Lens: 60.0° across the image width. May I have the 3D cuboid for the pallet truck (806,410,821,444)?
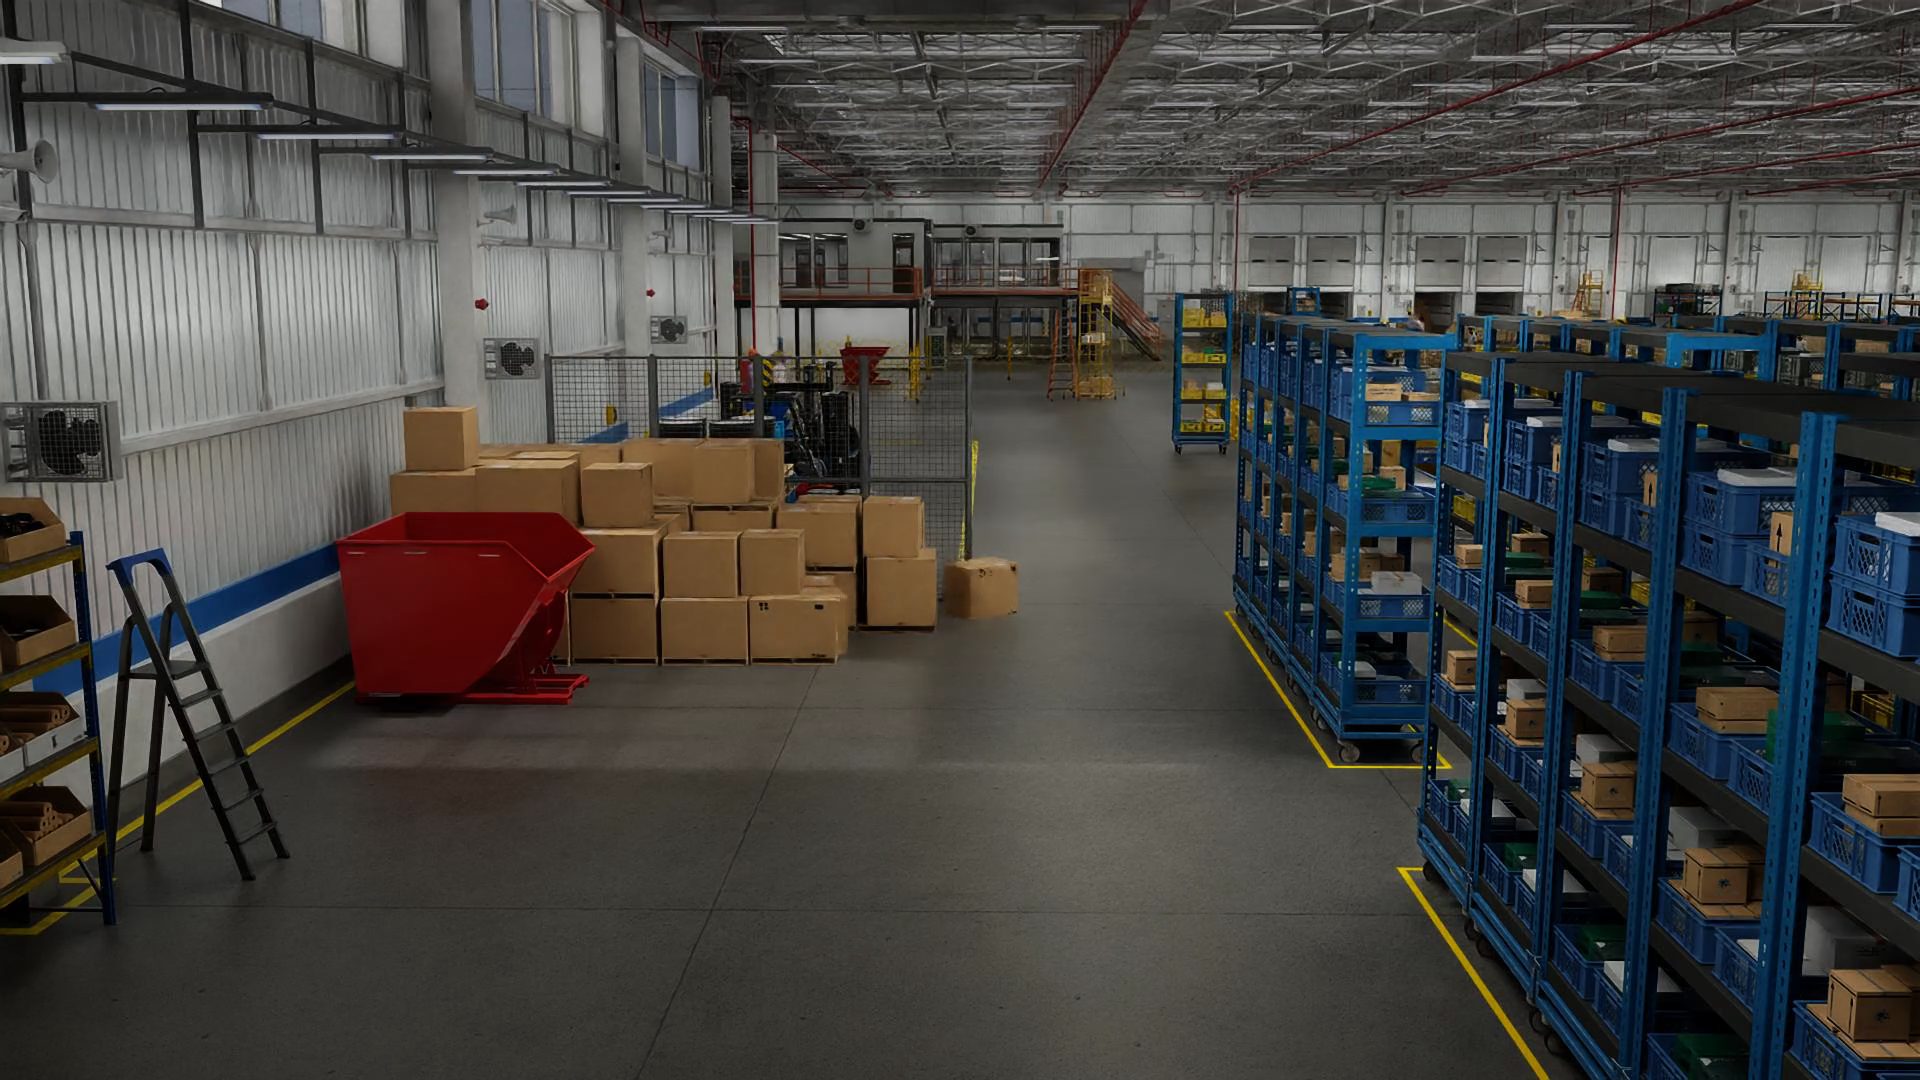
[{"bbox_3d":[-3.559,-2.018,33.905,1.522,1.261,0.704,0,9,-1],"label":"pallet truck"}]

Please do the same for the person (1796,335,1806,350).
[{"bbox_3d":[30.741,-6.684,60.901,0.335,1.873,0.521,-1,9,-9],"label":"person"}]

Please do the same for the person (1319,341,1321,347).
[{"bbox_3d":[14.329,-7.393,65.117,0.541,1.930,0.386,0,9,0],"label":"person"}]

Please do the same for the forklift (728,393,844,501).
[{"bbox_3d":[-2.979,-1.316,26.476,2.680,1.987,1.157,0,9,1],"label":"forklift"}]

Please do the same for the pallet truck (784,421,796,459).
[{"bbox_3d":[-4.013,-1.793,32.705,1.601,1.201,0.680,0,9,1],"label":"pallet truck"}]

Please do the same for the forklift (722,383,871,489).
[{"bbox_3d":[-2.893,-1.687,28.729,2.680,1.987,1.157,0,9,-1],"label":"forklift"}]

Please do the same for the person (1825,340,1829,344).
[{"bbox_3d":[30.899,-6.338,59.142,0.369,1.756,0.537,6,11,31],"label":"person"}]

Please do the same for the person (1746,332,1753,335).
[{"bbox_3d":[28.282,-6.491,59.515,0.840,1.937,0.607,0,9,-1],"label":"person"}]

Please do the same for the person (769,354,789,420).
[{"bbox_3d":[-4.977,-4.081,44.835,0.798,1.863,0.681,4,10,26],"label":"person"}]

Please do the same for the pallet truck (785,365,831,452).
[{"bbox_3d":[-3.774,-2.976,37.635,1.885,1.965,0.823,1,9,5],"label":"pallet truck"}]

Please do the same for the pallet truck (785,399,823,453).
[{"bbox_3d":[-3.814,-2.432,36.419,1.630,1.274,0.653,0,9,1],"label":"pallet truck"}]

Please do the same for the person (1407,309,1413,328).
[{"bbox_3d":[25.594,-12.176,94.639,0.398,1.918,0.586,5,11,30],"label":"person"}]

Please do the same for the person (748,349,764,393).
[{"bbox_3d":[-5.457,-4.064,44.209,0.389,2.041,0.613,5,10,28],"label":"person"}]

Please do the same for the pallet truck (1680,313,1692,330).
[{"bbox_3d":[36.315,-10.531,84.244,0.823,1.965,1.885,-6,11,-33],"label":"pallet truck"}]

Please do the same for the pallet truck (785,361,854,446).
[{"bbox_3d":[-3.410,-3.193,38.978,1.885,1.965,0.823,0,9,-1],"label":"pallet truck"}]

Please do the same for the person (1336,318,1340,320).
[{"bbox_3d":[17.510,-9.435,77.798,0.505,1.895,0.668,5,11,29],"label":"person"}]

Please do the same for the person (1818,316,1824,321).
[{"bbox_3d":[42.601,-10.184,82.517,1.013,1.872,0.584,-3,10,-19],"label":"person"}]

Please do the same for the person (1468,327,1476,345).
[{"bbox_3d":[20.419,-7.579,66.449,0.329,1.865,0.508,-2,9,-11],"label":"person"}]

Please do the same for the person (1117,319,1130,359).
[{"bbox_3d":[7.659,-9.423,77.848,0.579,1.850,0.866,0,9,-1],"label":"person"}]

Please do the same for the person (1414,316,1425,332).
[{"bbox_3d":[23.657,-10.639,85.590,0.647,1.769,1.058,-8,12,-41],"label":"person"}]
